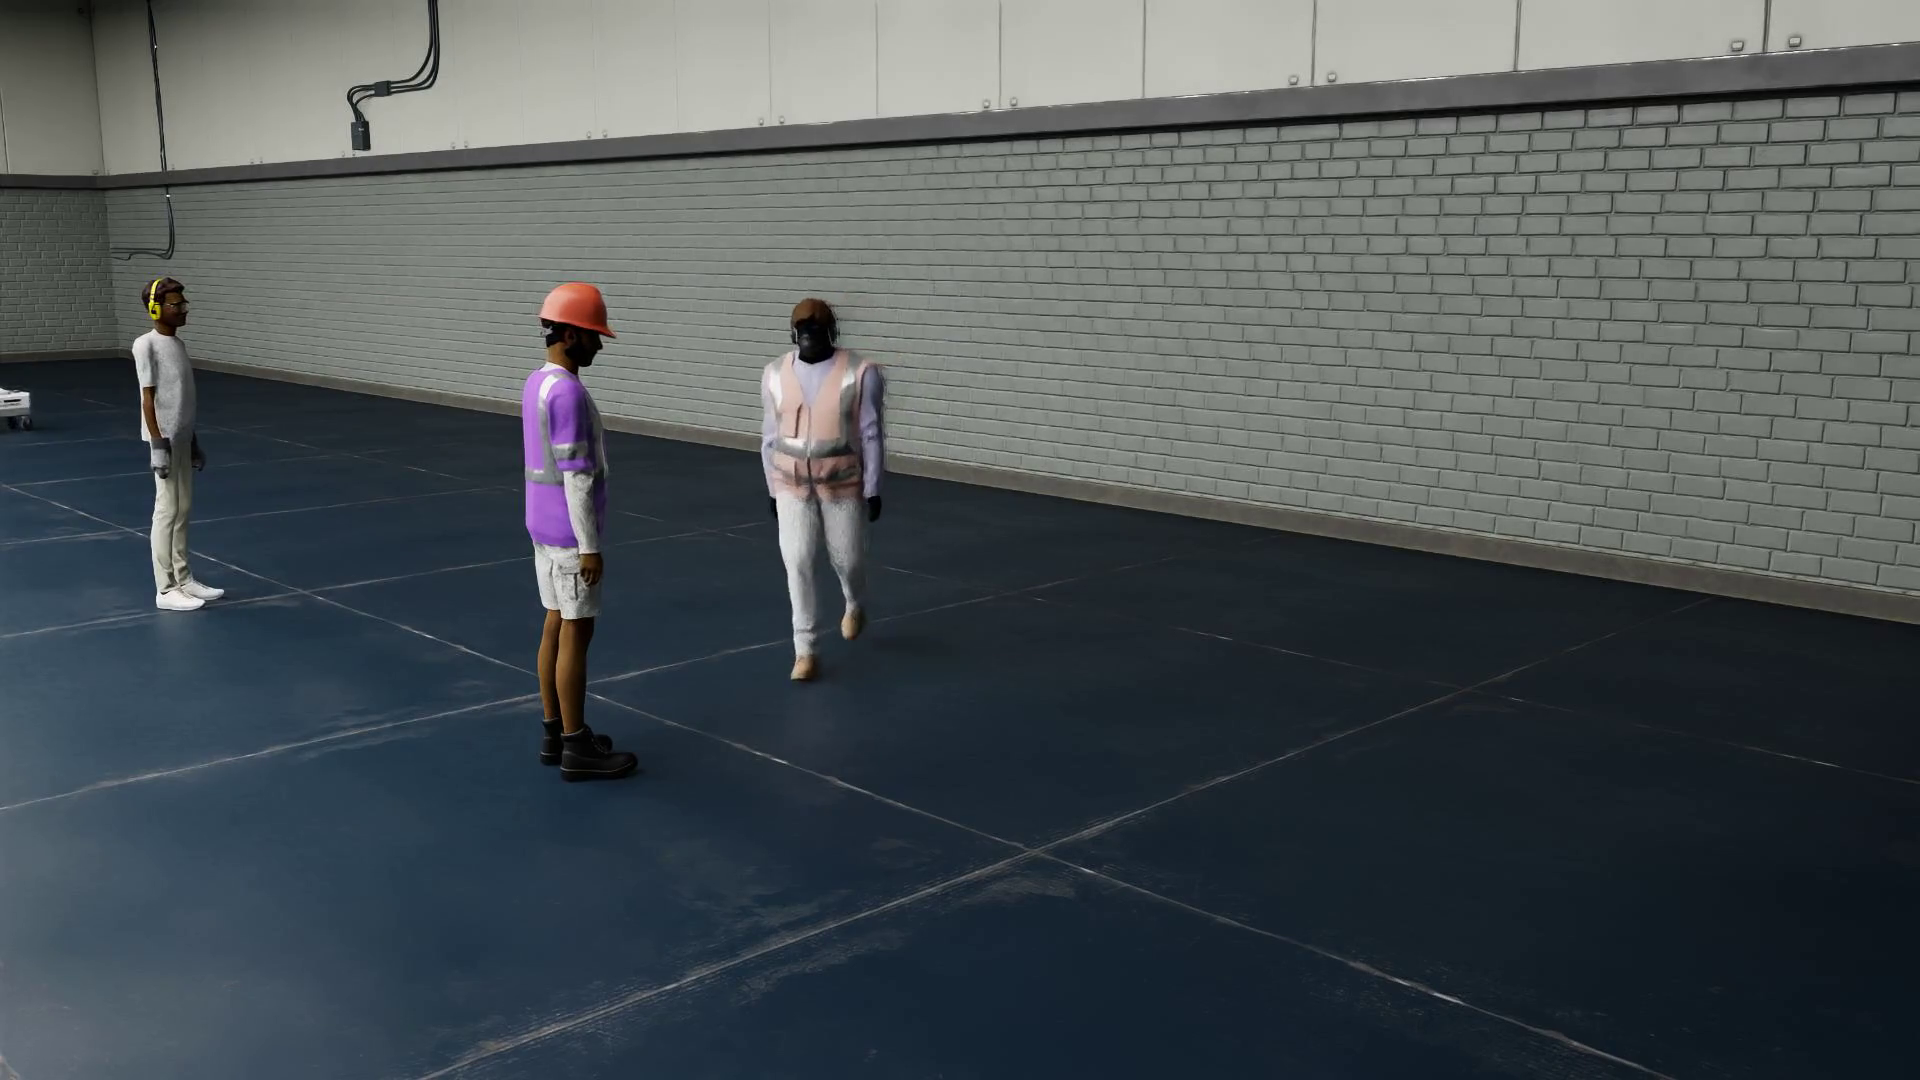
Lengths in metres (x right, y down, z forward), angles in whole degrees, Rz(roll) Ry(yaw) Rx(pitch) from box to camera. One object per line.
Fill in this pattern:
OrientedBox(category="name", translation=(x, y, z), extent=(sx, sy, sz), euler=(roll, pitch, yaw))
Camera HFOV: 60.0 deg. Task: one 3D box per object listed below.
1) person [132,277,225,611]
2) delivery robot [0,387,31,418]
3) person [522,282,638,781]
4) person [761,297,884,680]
OrientedBox(category="person", translation=(-4.480, -0.553, 9.509), extent=(0.328, 1.873, 0.519), euler=(-1, 10, -3))
OrientedBox(category="delivery robot", translation=(-10.456, -1.474, 17.980), extent=(0.477, 0.478, 0.707), euler=(6, 12, 31))
OrientedBox(category="person", translation=(-1.510, -0.038, 6.543), extent=(0.372, 1.928, 0.543), euler=(-6, 12, -28))
OrientedBox(category="person", translation=(-0.662, -0.276, 8.135), extent=(0.631, 1.823, 0.760), euler=(2, 11, 9))
